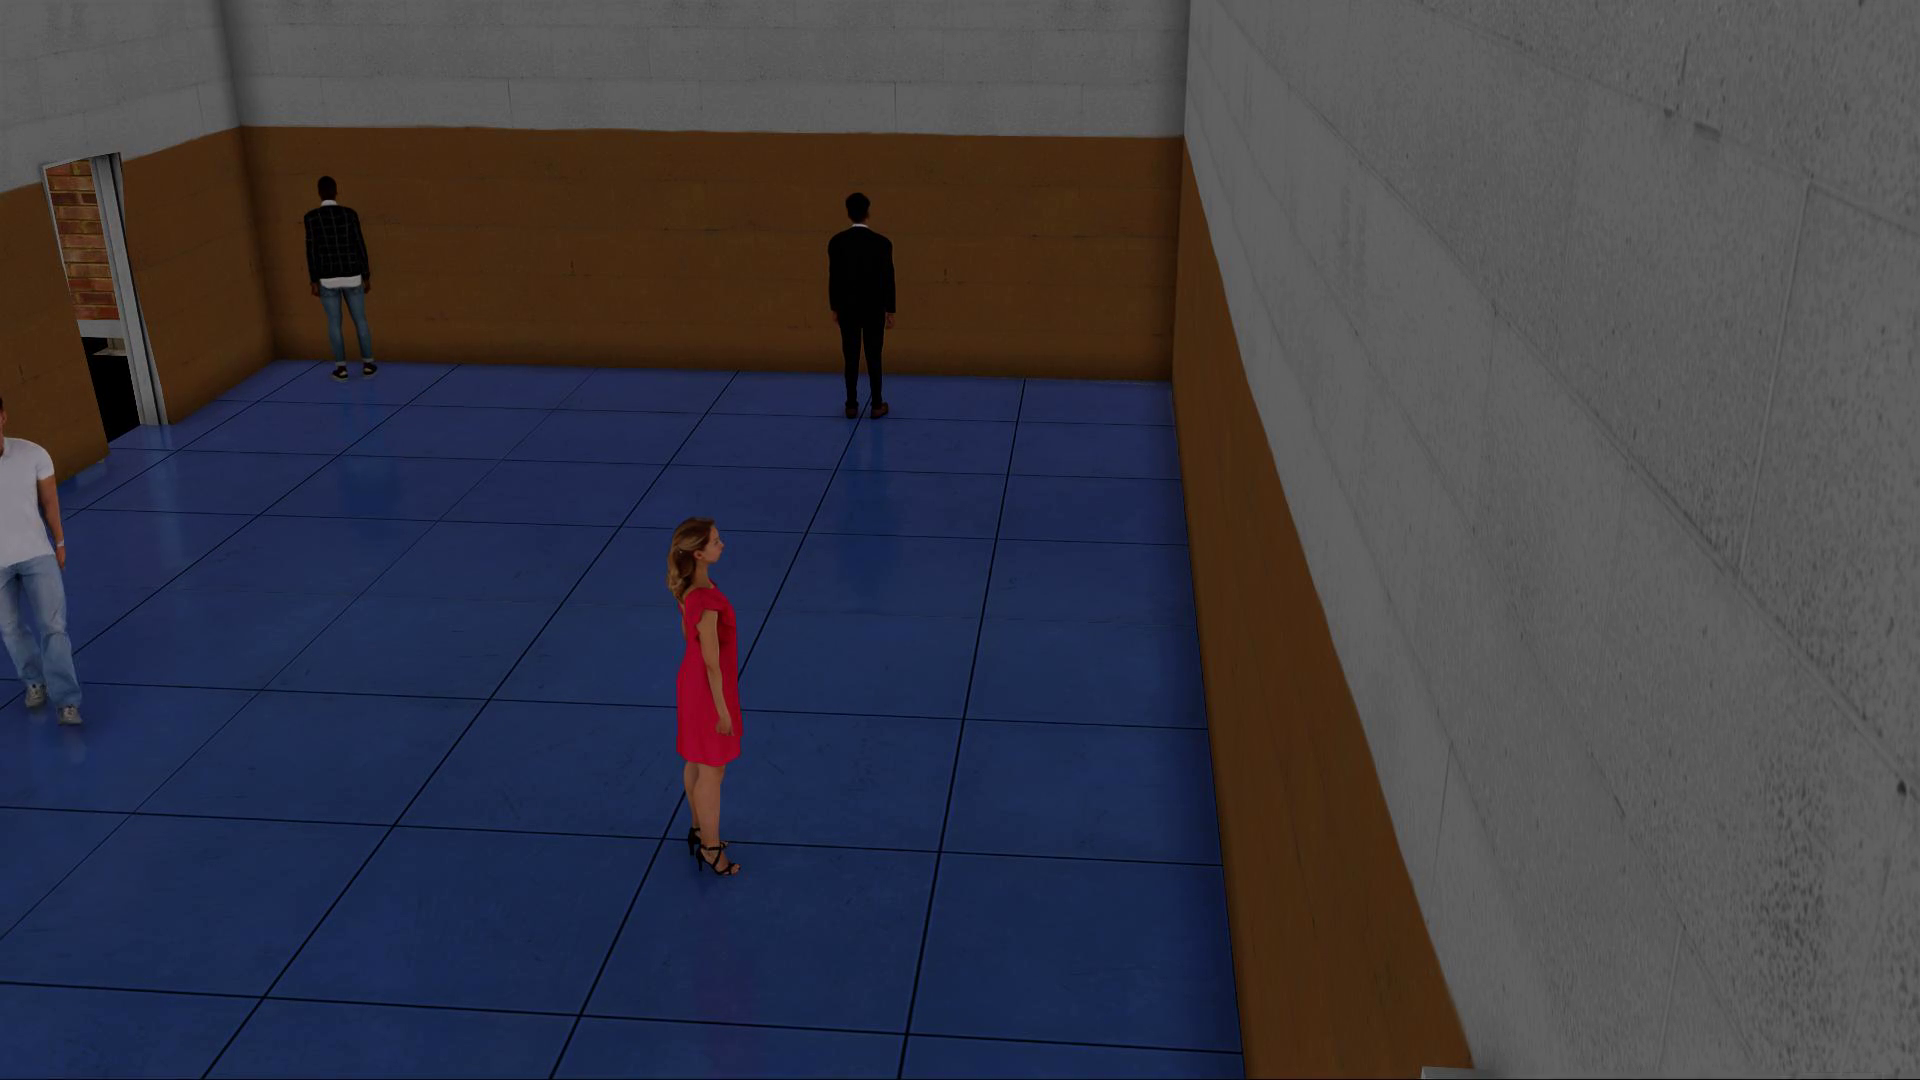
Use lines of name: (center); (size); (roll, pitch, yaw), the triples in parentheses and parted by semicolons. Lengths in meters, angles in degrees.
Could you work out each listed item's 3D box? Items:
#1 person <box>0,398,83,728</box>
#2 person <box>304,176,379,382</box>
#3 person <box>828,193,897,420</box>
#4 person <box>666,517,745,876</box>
person: (-5.075, 0.067, 8.918); (1.060, 1.831, 1.026); (-9, 24, -21)
person: (-5.583, -2.355, 14.962); (0.677, 1.819, 0.807); (-11, 24, -25)
person: (-0.827, -1.941, 13.850); (0.467, 1.880, 0.758); (1, 22, 4)
person: (-1.153, 0.696, 7.490); (0.666, 1.728, 0.653); (-8, 23, -19)
